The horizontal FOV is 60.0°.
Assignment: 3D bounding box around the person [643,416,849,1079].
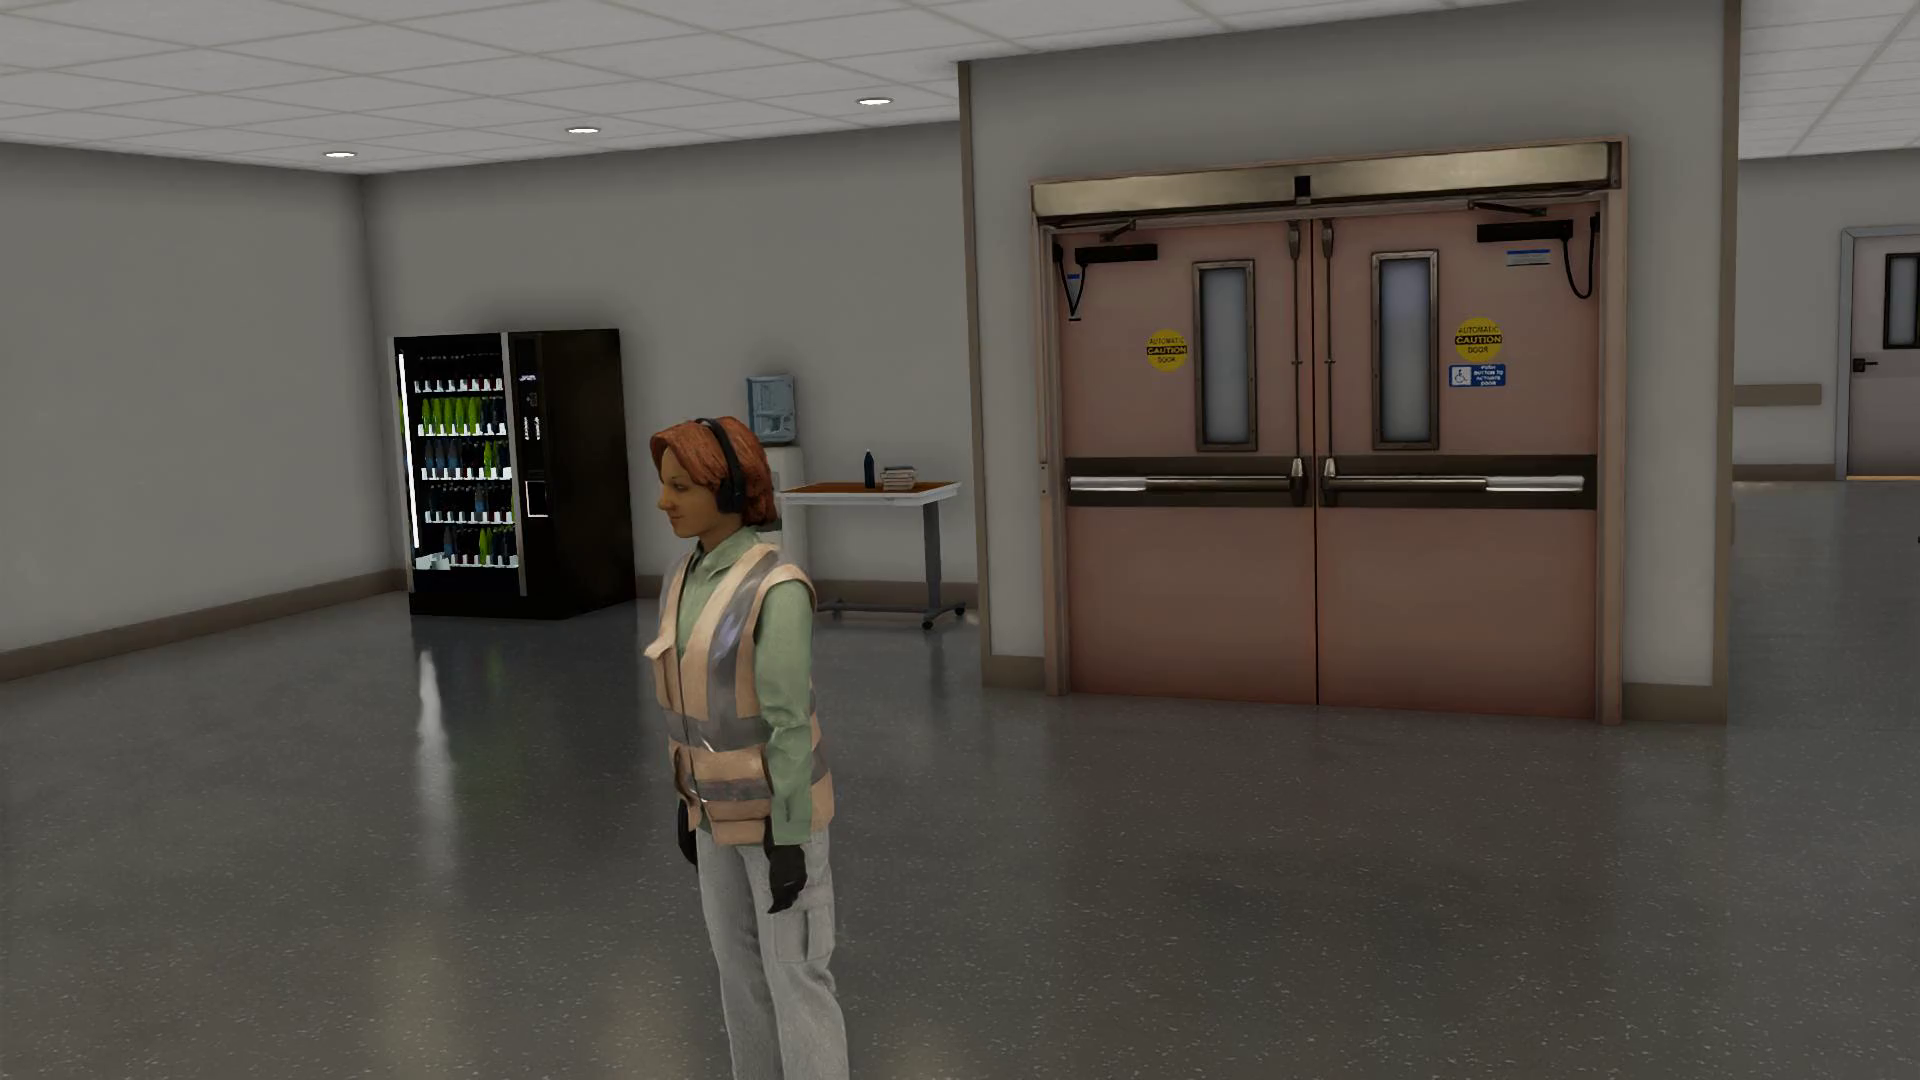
[{"bbox_3d":[-0.423,0.566,3.328,0.318,1.629,0.509,-8,9,-37],"label":"person"}]
